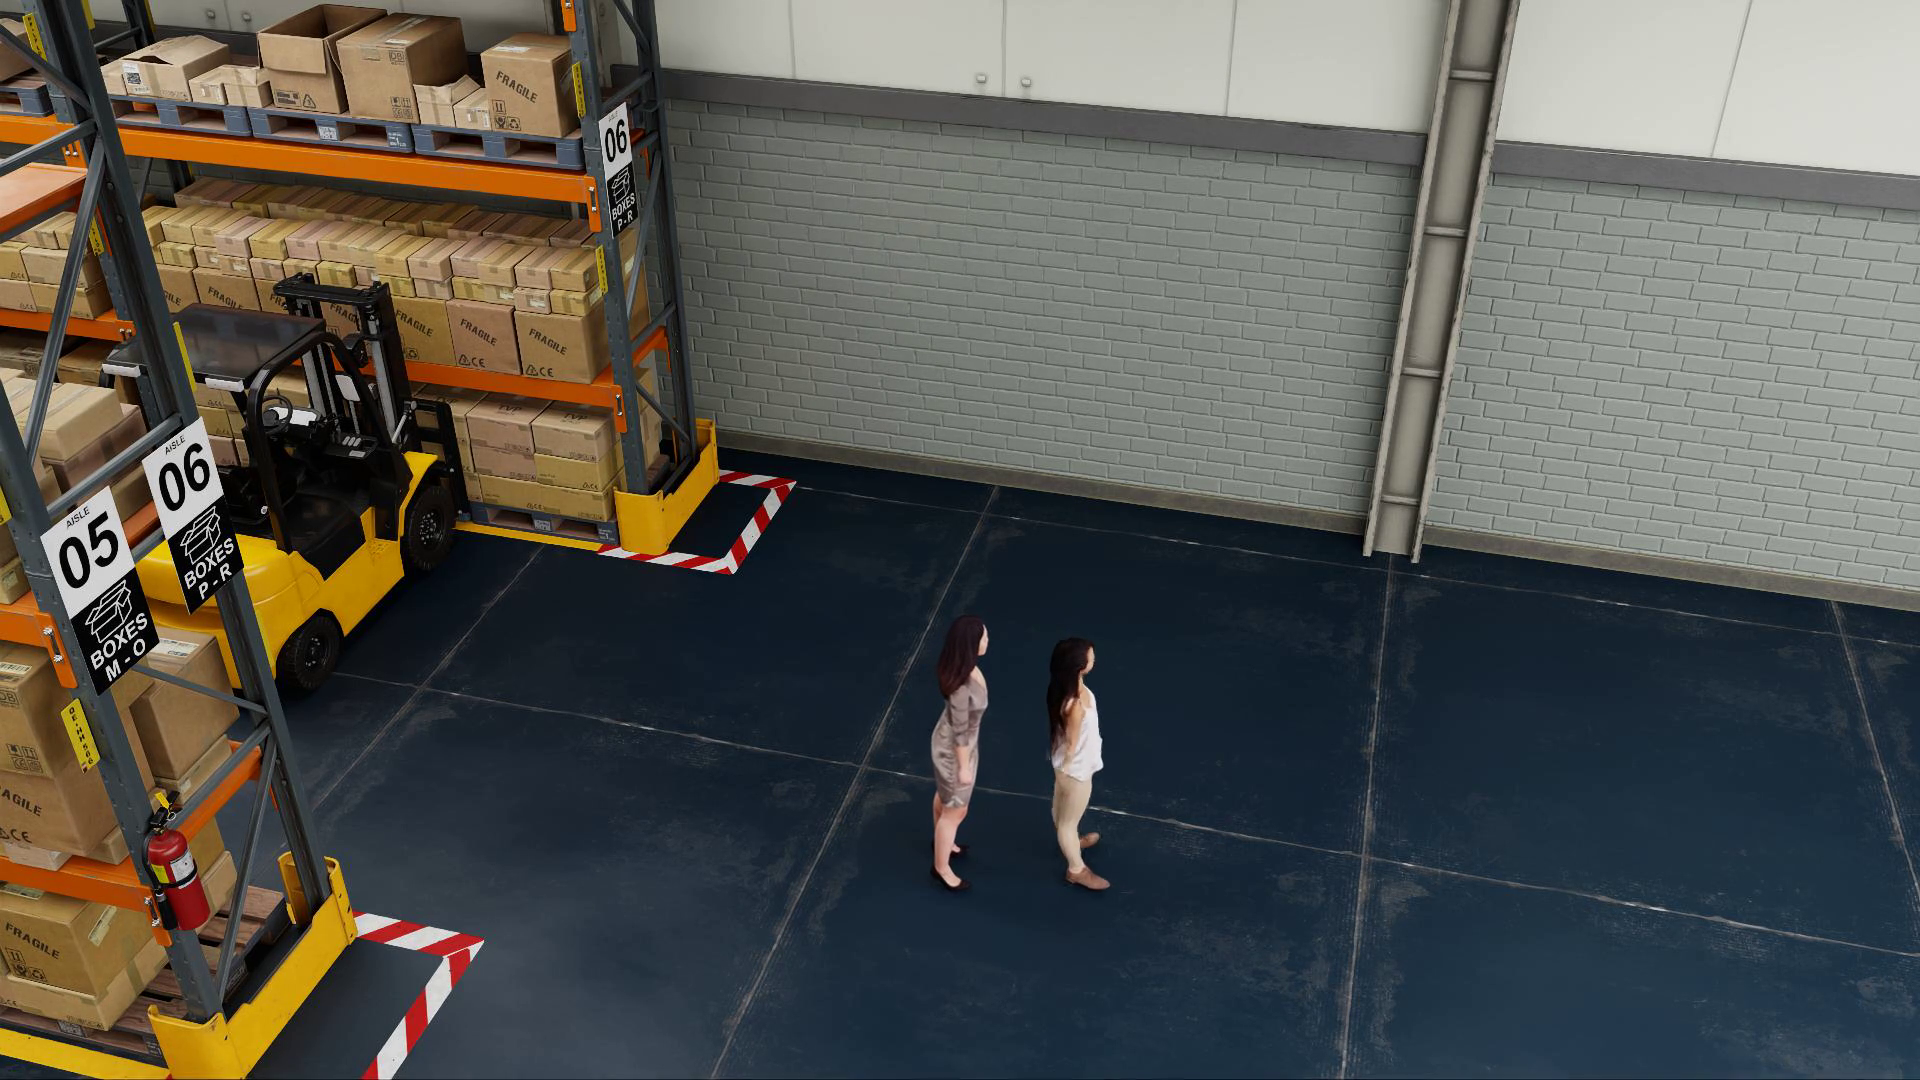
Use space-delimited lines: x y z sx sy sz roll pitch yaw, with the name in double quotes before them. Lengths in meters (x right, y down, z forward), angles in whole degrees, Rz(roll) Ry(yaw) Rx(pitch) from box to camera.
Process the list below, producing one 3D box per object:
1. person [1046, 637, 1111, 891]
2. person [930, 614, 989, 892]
"person" 0.599 1.177 8.915 0.685 1.650 0.690 8 34 12
"person" -0.028 1.134 8.898 0.643 1.739 0.662 -2 33 -3
